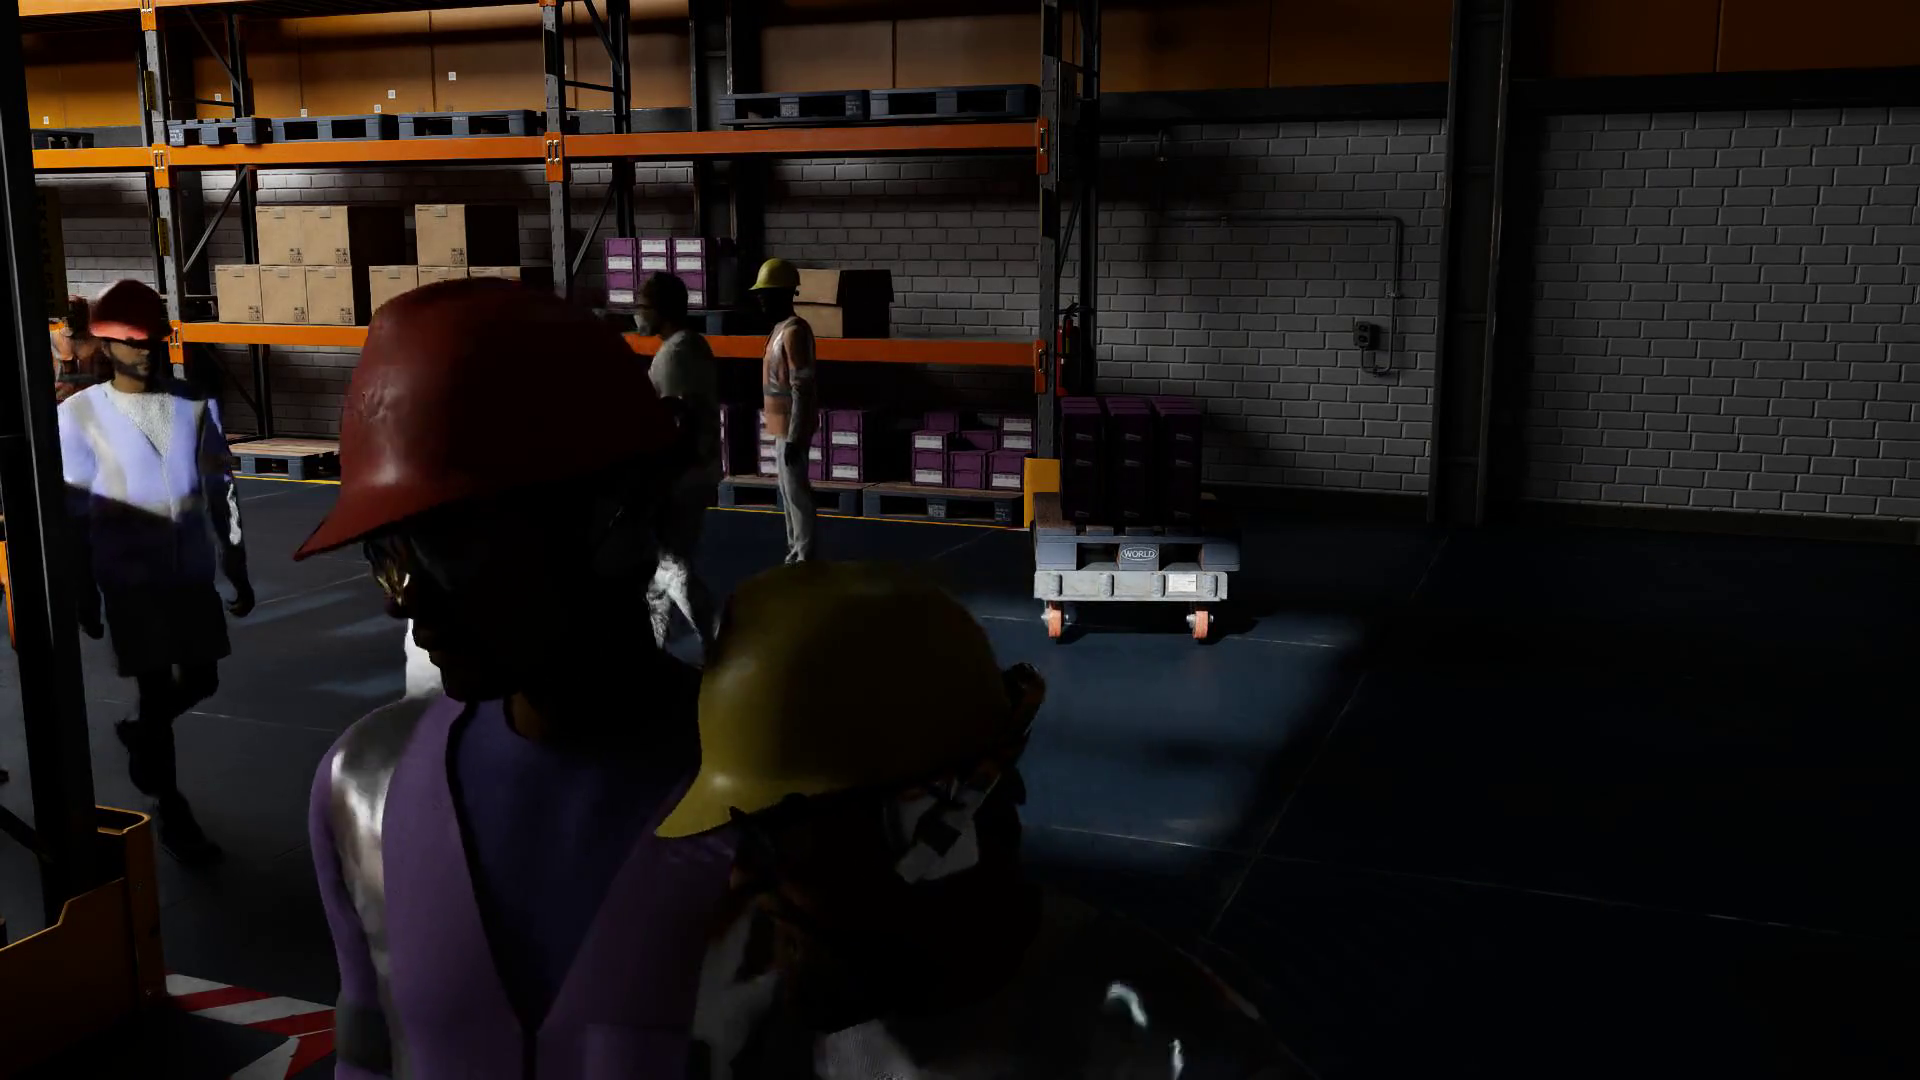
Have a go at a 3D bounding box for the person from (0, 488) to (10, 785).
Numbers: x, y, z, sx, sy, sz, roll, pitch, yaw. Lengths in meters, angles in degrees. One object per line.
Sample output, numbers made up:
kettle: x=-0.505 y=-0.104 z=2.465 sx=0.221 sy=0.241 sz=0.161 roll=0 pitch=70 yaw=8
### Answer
person: x=-3.653 y=0.051 z=6.060 sx=0.667 sy=1.803 sz=0.439 roll=6 pitch=12 yaw=29

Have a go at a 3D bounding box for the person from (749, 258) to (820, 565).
person: x=-1.007 y=-0.657 z=9.635 sx=0.388 sy=1.926 sz=0.590 roll=-2 pitch=10 yaw=-12

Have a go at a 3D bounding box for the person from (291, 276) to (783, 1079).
person: x=-0.278 y=0.764 z=1.537 sx=0.641 sy=1.995 sz=0.922 roll=3 pitch=11 yaw=14

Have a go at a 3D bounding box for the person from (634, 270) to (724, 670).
person: x=-1.316 y=-0.247 z=7.435 sx=0.669 sy=1.896 sz=0.696 roll=-1 pitch=10 yaw=-6

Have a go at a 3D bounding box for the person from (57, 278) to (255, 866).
person: x=-2.724 y=0.085 z=5.560 sx=0.784 sy=1.914 sz=0.546 roll=8 pitch=13 yaw=39

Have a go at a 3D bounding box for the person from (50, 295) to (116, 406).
person: x=-6.453 y=-0.974 z=12.210 sx=0.517 sy=1.636 sz=0.314 roll=-6 pitch=12 yaw=-30

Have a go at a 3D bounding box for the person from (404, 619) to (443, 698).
person: x=-1.094 y=0.411 z=3.922 sx=0.497 sy=1.837 sz=0.653 roll=0 pitch=10 yaw=1

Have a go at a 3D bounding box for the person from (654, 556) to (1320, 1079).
person: x=0.069 y=0.892 z=1.409 sx=0.685 sy=1.791 sz=0.515 roll=8 pitch=13 yaw=37
